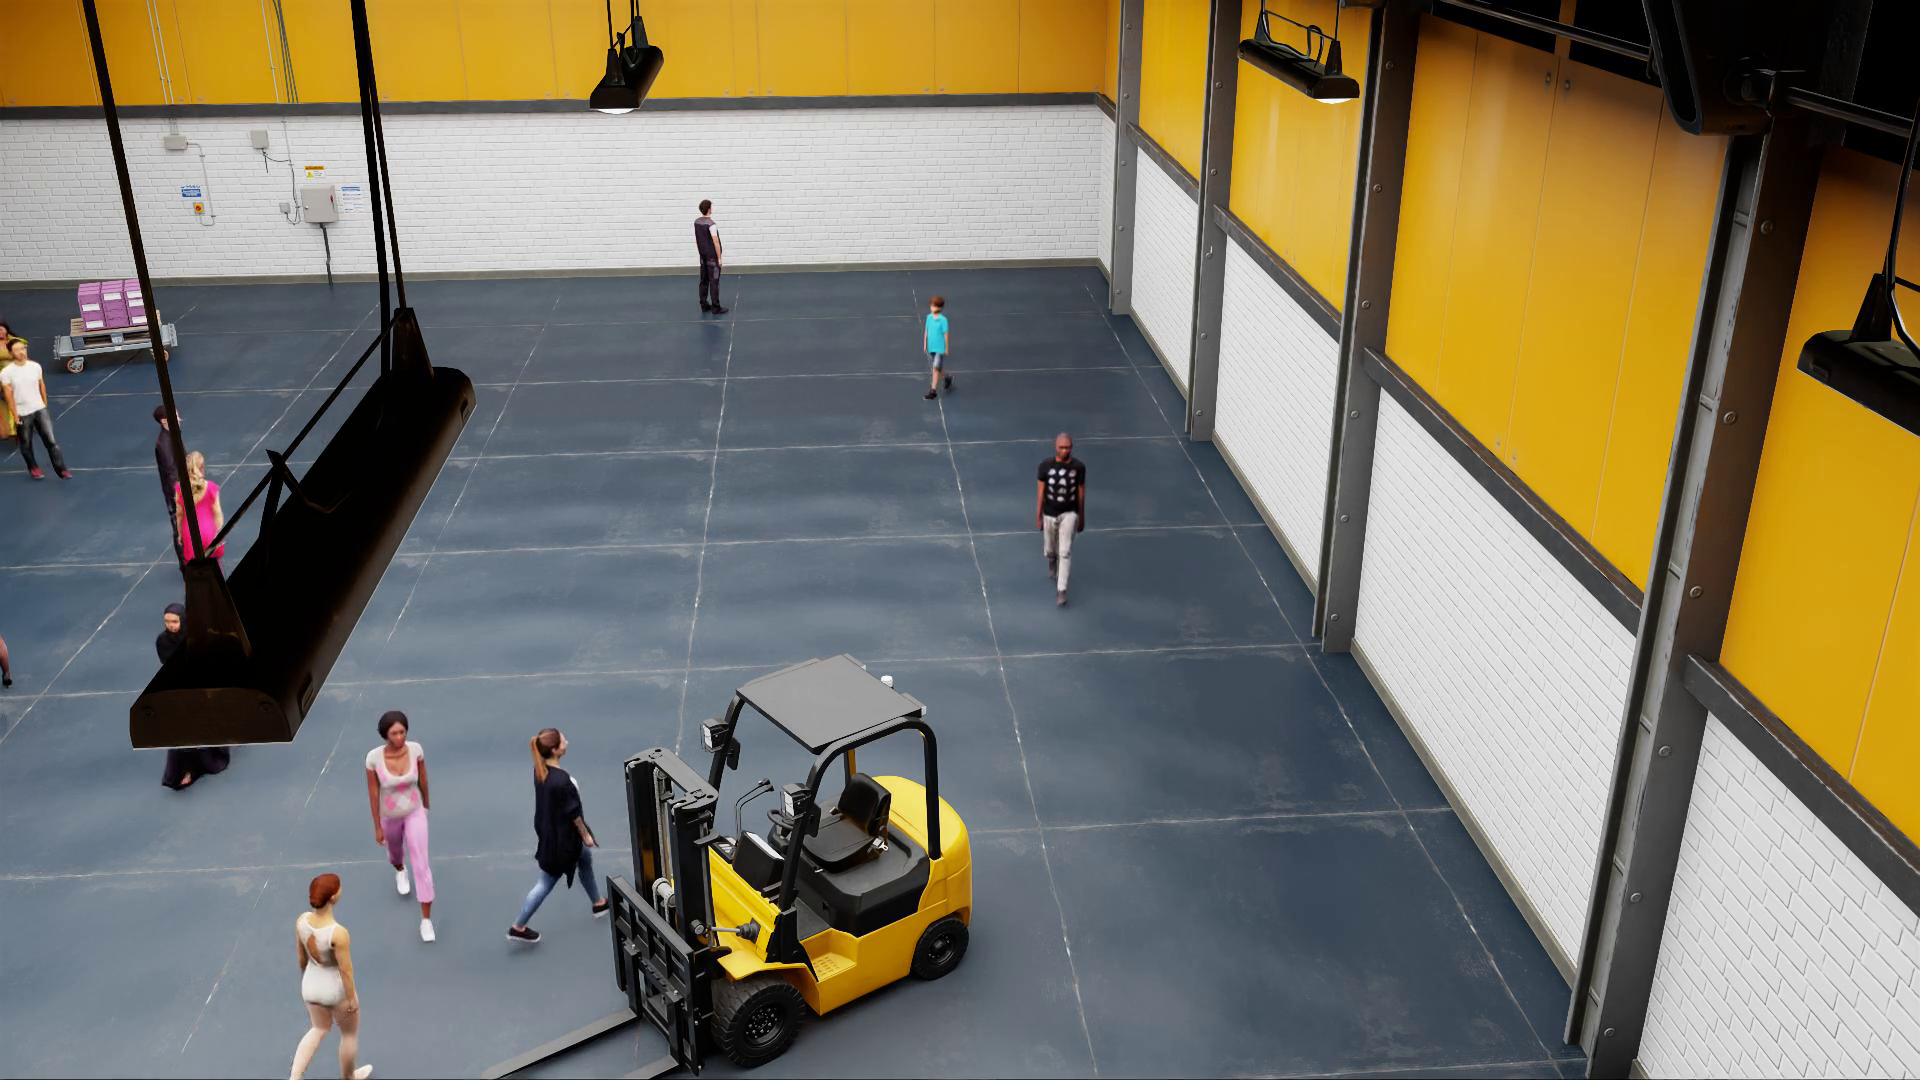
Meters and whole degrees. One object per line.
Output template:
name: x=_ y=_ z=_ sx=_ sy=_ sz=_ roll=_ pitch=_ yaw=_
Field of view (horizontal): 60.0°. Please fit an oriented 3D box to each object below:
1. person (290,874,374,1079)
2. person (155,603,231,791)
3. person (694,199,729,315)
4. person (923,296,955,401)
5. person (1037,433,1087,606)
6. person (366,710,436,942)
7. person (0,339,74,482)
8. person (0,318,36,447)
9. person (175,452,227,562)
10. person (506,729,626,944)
person: x=-3.945 y=2.826 z=10.257 sx=0.815 sy=1.622 sz=0.952 roll=7 pitch=25 yaw=16
person: x=-6.401 y=1.231 z=13.913 sx=0.719 sy=1.617 sz=0.992 roll=2 pitch=24 yaw=4
person: x=-4.071 y=-4.597 z=26.957 sx=0.731 sy=1.848 sz=0.785 roll=18 pitch=29 yaw=35
person: x=-0.274 y=-2.696 z=23.133 sx=0.924 sy=1.427 sz=0.974 roll=20 pitch=30 yaw=38
person: x=1.044 y=-0.266 z=17.128 sx=0.772 sy=1.785 sz=1.068 roll=2 pitch=24 yaw=5
person: x=-4.075 y=1.990 z=12.081 sx=0.855 sy=1.694 sz=1.246 roll=-10 pitch=26 yaw=-23
person: x=-11.298 y=-1.564 z=20.111 sx=1.132 sy=1.774 sz=1.051 roll=20 pitch=31 yaw=38
person: x=-12.239 y=-2.088 z=21.515 sx=1.133 sy=1.609 sz=1.472 roll=-12 pitch=26 yaw=-25
person: x=-7.610 y=-0.013 z=16.653 sx=0.700 sy=1.702 sz=0.899 roll=-7 pitch=25 yaw=-15
person: x=-2.920 y=2.140 z=11.802 sx=1.004 sy=1.642 sz=1.151 roll=-13 pitch=27 yaw=-28
